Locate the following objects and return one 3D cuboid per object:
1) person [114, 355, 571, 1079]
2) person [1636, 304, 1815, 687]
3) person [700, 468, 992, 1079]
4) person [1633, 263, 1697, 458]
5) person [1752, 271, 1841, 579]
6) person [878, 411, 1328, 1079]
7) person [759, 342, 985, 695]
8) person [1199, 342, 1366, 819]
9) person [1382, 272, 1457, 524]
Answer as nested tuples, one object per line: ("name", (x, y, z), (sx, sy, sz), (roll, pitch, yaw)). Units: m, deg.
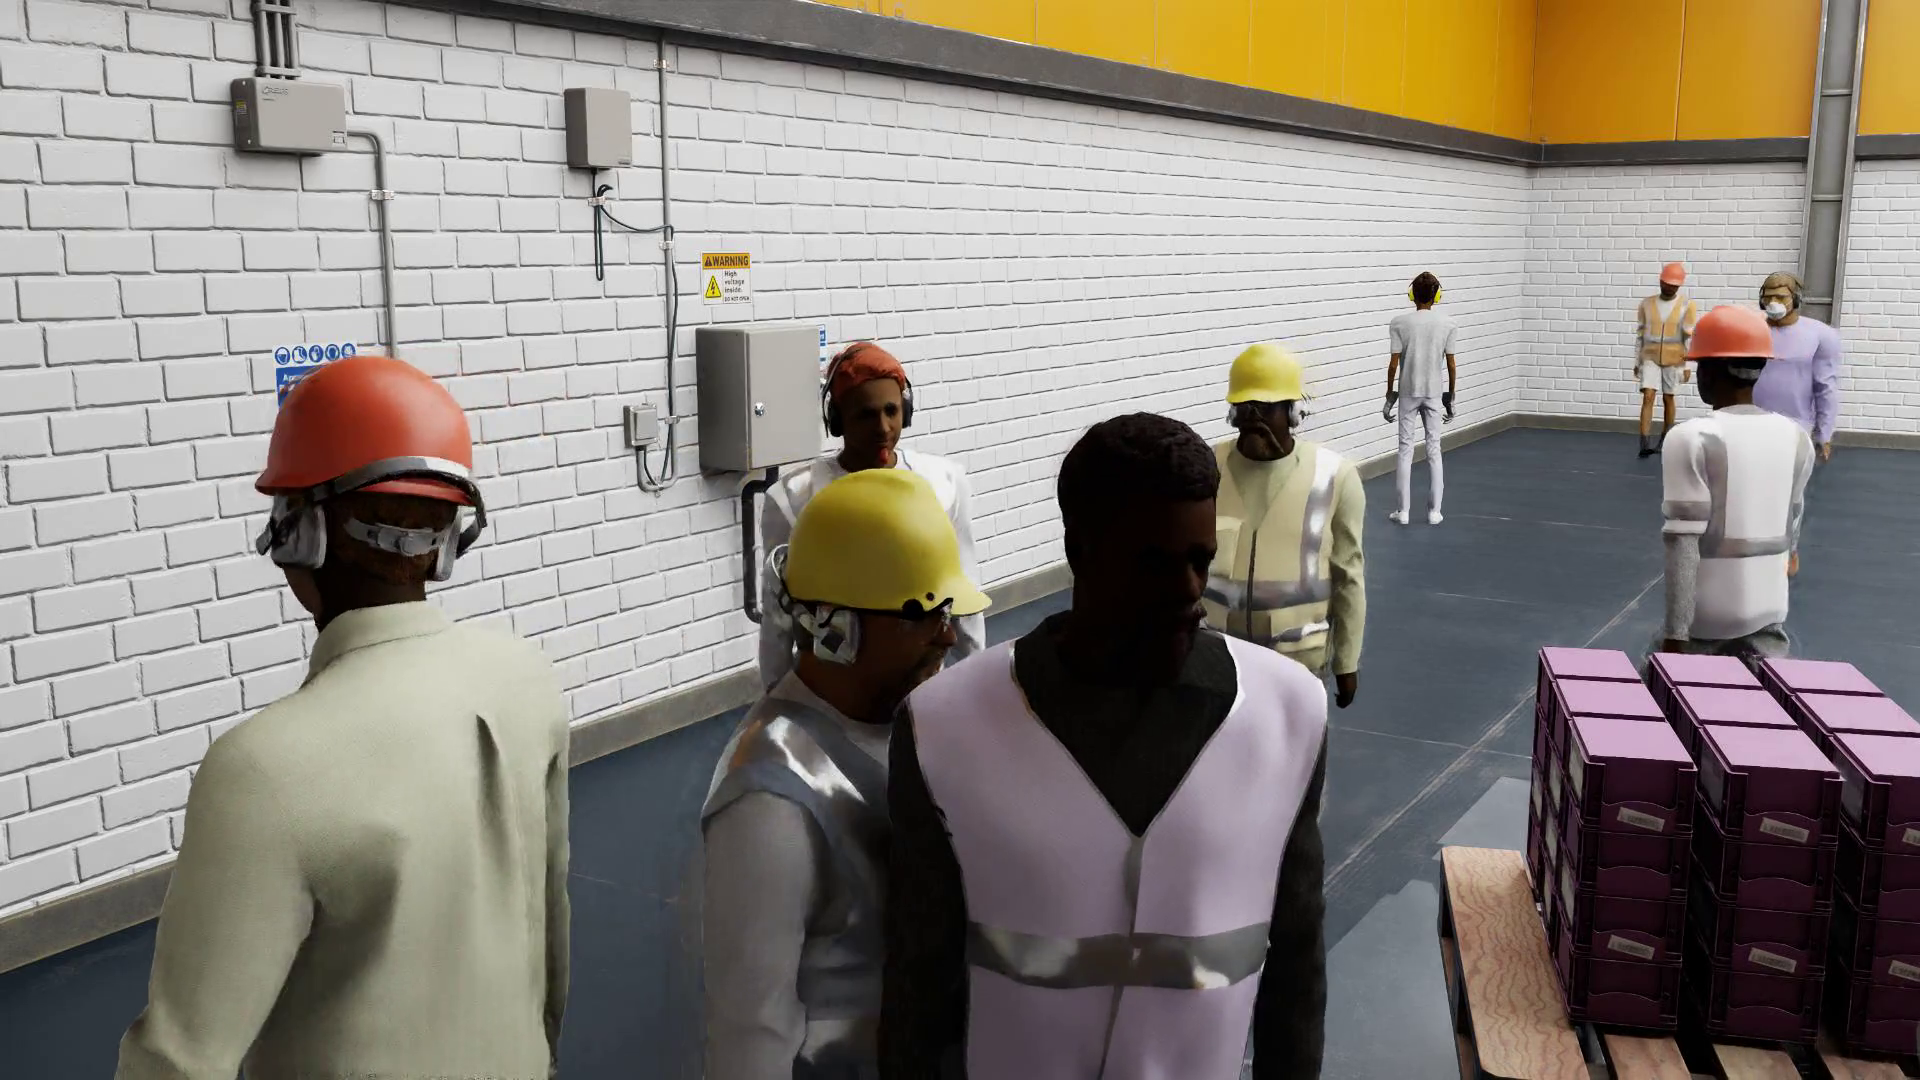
("person", (-0.734, 0.770, 2.051), (0.636, 1.964, 0.683), (2, 10, 12))
("person", (2.408, 0.198, 5.378), (0.568, 1.889, 0.960), (-3, 11, -14))
("person", (-0.079, 0.786, 2.384), (0.813, 1.793, 0.598), (2, 10, 12))
("person", (6.803, -1.736, 16.114), (0.575, 1.873, 0.991), (6, 12, 29))
("person", (4.873, -0.640, 9.946), (0.645, 1.921, 0.514), (8, 13, 37))
("person", (0.185, 0.764, 2.247), (0.609, 1.902, 0.570), (-1, 10, -8))
("person", (-0.267, 0.392, 4.420), (0.575, 1.859, 0.821), (-5, 11, -27))
("person", (0.945, 0.288, 5.131), (0.601, 1.805, 0.817), (4, 11, 19))
("person", (3.411, -1.040, 12.347), (0.535, 1.854, 0.309), (1, 10, 7))
